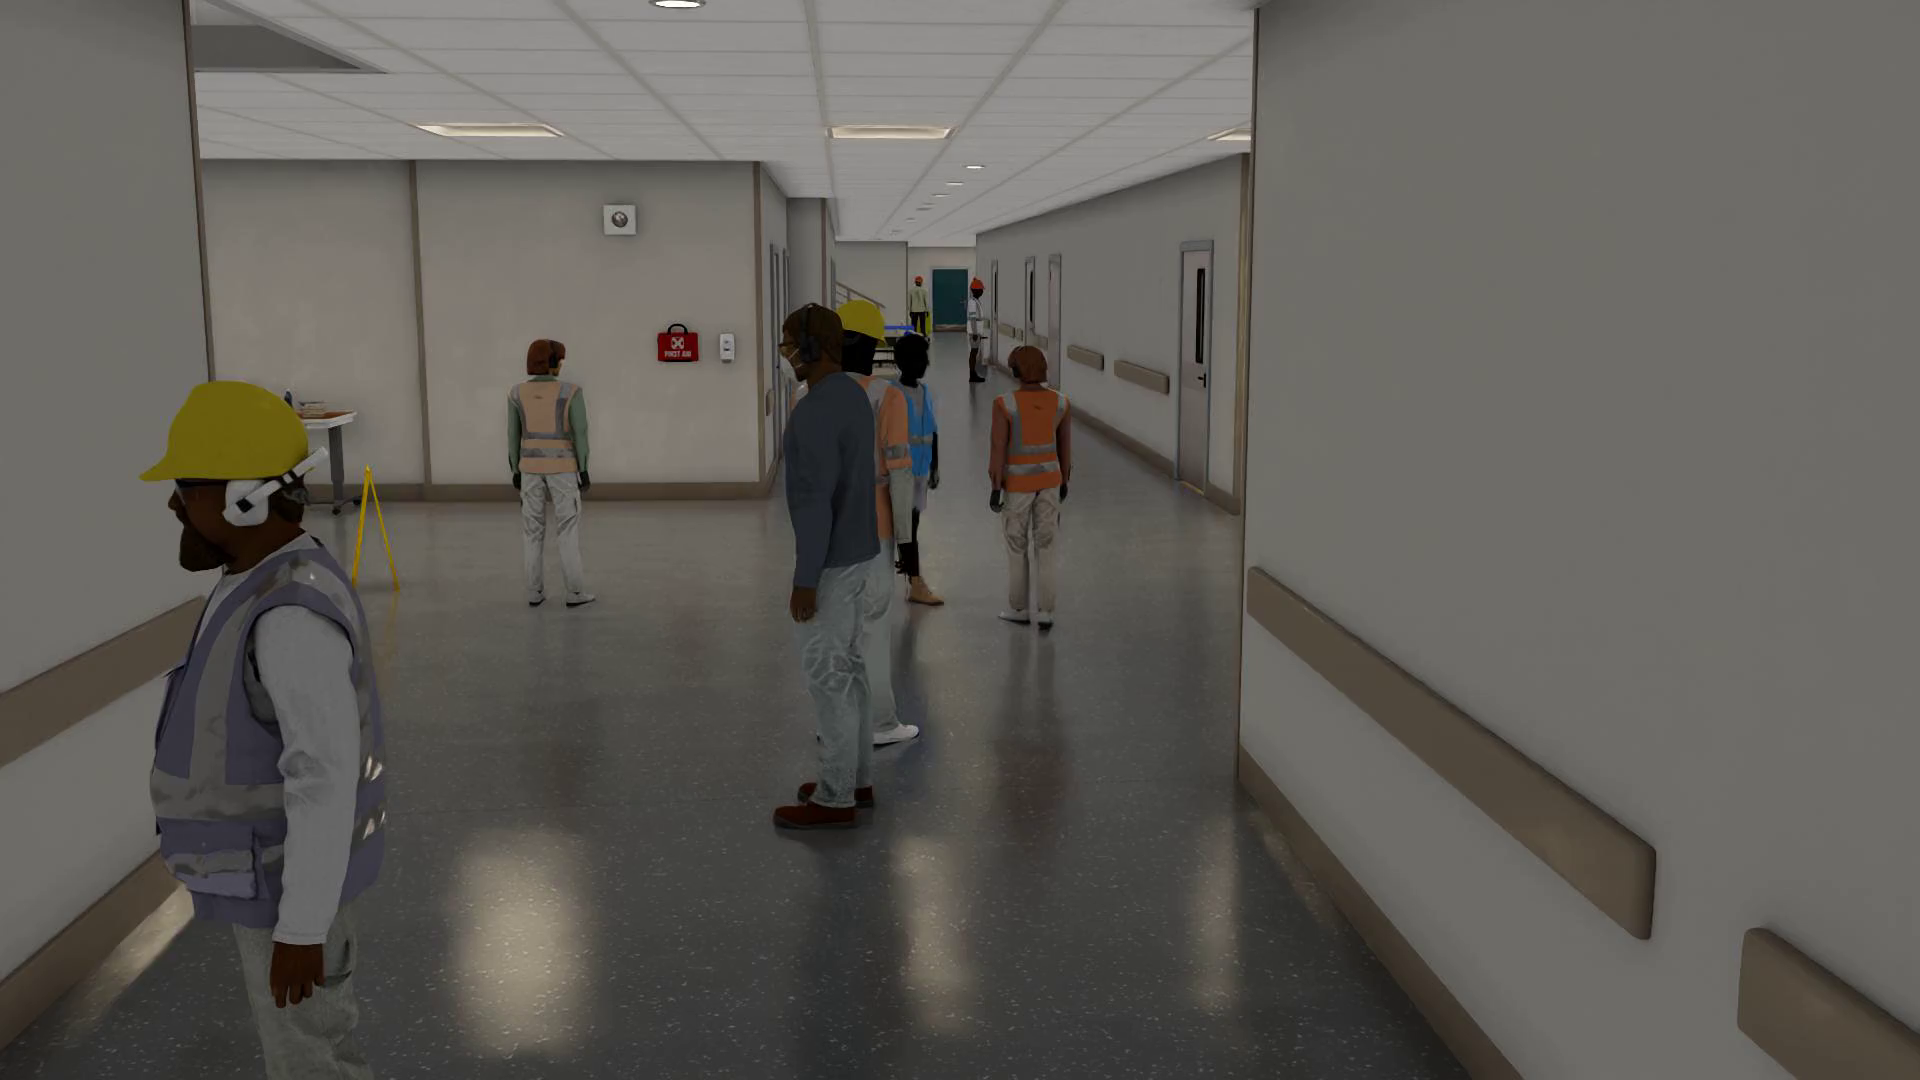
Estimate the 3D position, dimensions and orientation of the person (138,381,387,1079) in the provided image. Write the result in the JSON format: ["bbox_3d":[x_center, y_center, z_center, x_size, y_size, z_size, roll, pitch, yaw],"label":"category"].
[{"bbox_3d":[-1.290,0.617,3.133,0.404,1.830,0.600,-5,10,-28],"label":"person"}]

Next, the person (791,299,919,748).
[{"bbox_3d":[-0.445,-0.067,7.161,0.584,1.918,0.376,5,10,28],"label":"person"}]

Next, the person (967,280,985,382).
[{"bbox_3d":[0.315,-3.965,31.580,0.357,1.938,0.542,1,9,6],"label":"person"}]

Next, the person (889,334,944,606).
[{"bbox_3d":[-0.395,-0.453,10.378,0.774,1.672,0.538,8,12,41],"label":"person"}]

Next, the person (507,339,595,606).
[{"bbox_3d":[-2.509,-0.405,10.171,0.514,1.636,0.314,2,9,11],"label":"person"}]

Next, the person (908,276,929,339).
[{"bbox_3d":[-1.195,-6.649,48.246,0.614,1.994,0.381,2,9,12],"label":"person"}]

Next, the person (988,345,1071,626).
[{"bbox_3d":[0.401,-0.303,9.556,0.539,1.632,0.450,-4,10,-23],"label":"person"}]

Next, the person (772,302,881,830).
[{"bbox_3d":[-0.486,0.095,6.138,0.380,1.927,0.637,1,9,8],"label":"person"}]
